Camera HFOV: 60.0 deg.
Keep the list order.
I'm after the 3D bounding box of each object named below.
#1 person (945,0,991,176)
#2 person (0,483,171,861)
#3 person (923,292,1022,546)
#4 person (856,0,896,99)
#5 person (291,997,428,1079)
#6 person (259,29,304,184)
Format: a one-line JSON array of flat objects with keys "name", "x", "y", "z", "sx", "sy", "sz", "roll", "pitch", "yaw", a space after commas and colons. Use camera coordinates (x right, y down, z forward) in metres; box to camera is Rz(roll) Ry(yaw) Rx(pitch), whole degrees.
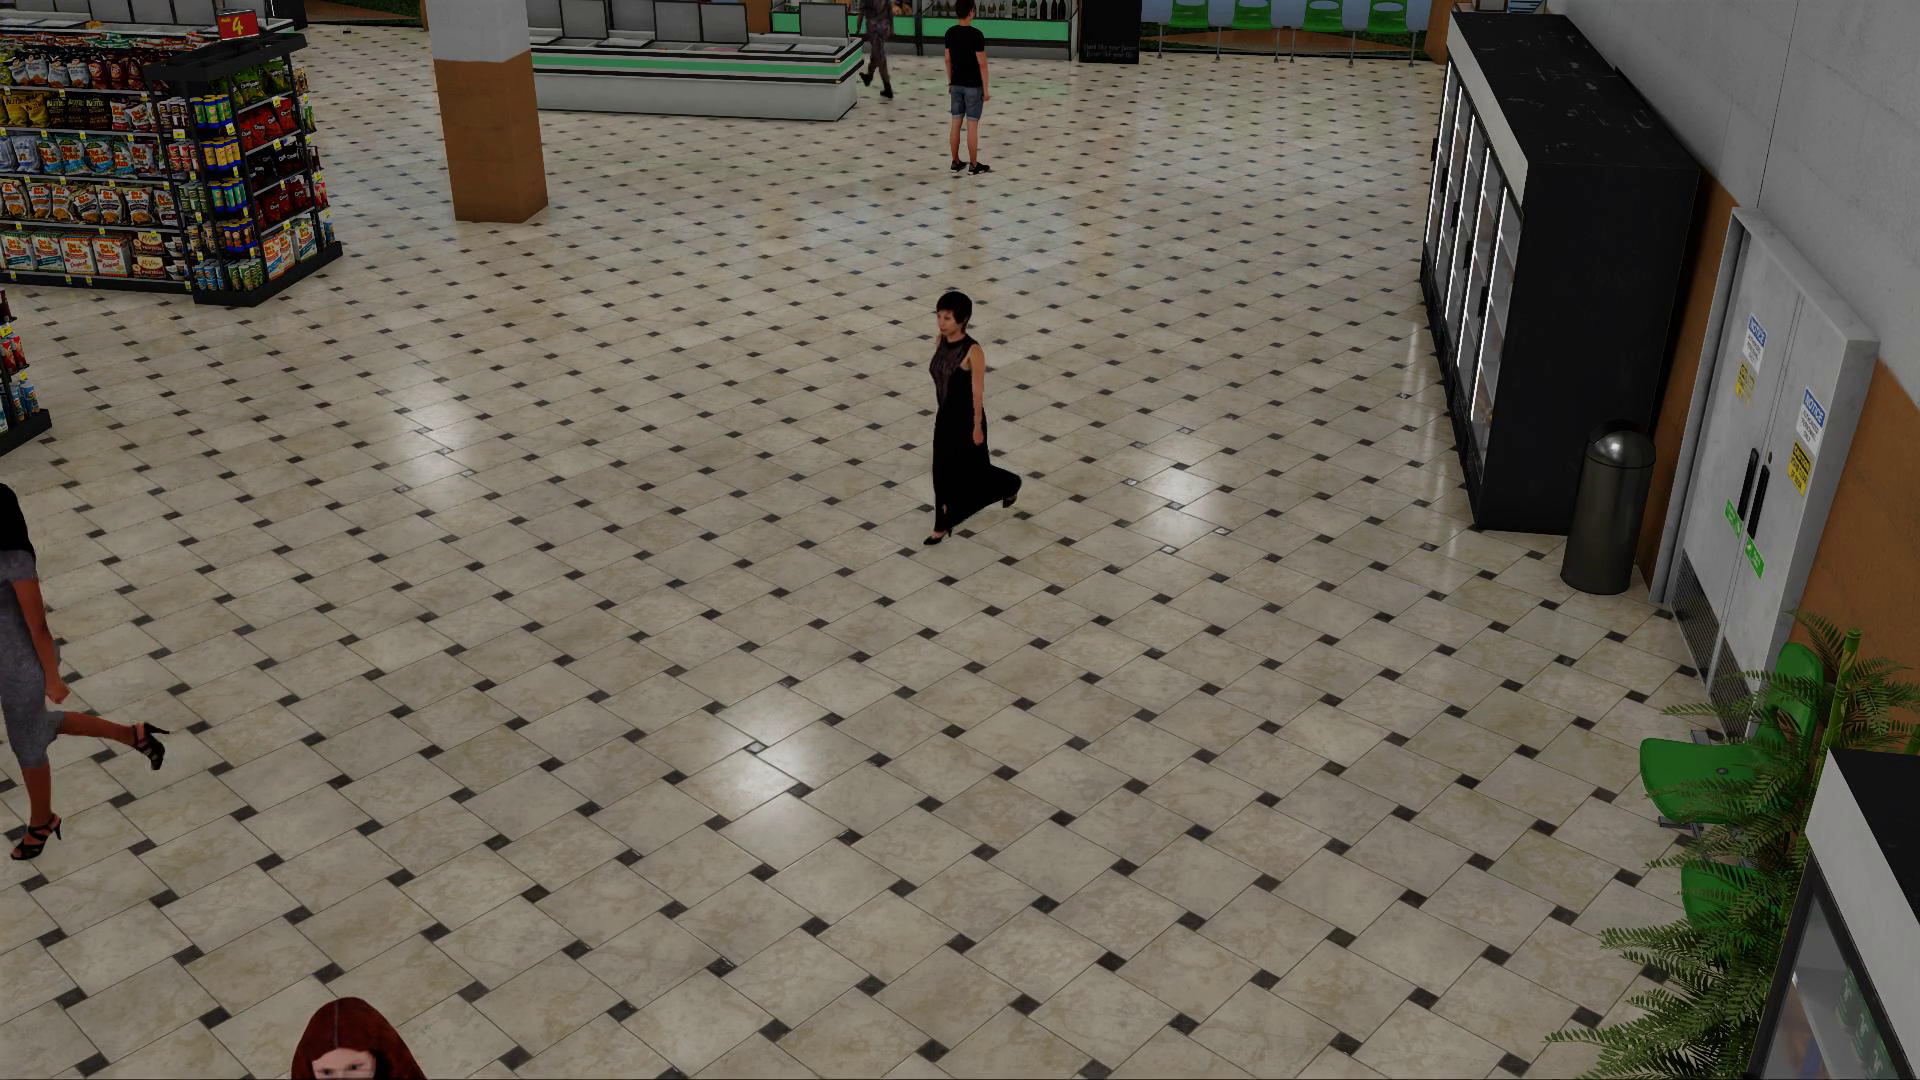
[{"name": "person", "x": 0.059, "y": -4.851, "z": 17.762, "sx": 0.630, "sy": 1.847, "sz": 0.784, "roll": 16, "pitch": 31, "yaw": 28}, {"name": "person", "x": -3.977, "y": 0.529, "z": 7.247, "sx": 1.024, "sy": 1.761, "sz": 0.998, "roll": 23, "pitch": 35, "yaw": 37}, {"name": "person", "x": 0.069, "y": -0.730, "z": 9.935, "sx": 0.977, "sy": 1.575, "sz": 0.979, "roll": -22, "pitch": 34, "yaw": -37}, {"name": "person", "x": -1.007, "y": -6.457, "z": 21.119, "sx": 1.068, "sy": 1.675, "sz": 1.121, "roll": -17, "pitch": 31, "yaw": -29}, {"name": "person", "x": -1.519, "y": 1.942, "z": 4.432, "sx": 0.627, "sy": 1.786, "sz": 0.725, "roll": -9, "pitch": 28, "yaw": -16}, {"name": "person", "x": -6.876, "y": -4.183, "z": 16.575, "sx": 1.185, "sy": 1.727, "sz": 0.973, "roll": 18, "pitch": 32, "yaw": 31}]
